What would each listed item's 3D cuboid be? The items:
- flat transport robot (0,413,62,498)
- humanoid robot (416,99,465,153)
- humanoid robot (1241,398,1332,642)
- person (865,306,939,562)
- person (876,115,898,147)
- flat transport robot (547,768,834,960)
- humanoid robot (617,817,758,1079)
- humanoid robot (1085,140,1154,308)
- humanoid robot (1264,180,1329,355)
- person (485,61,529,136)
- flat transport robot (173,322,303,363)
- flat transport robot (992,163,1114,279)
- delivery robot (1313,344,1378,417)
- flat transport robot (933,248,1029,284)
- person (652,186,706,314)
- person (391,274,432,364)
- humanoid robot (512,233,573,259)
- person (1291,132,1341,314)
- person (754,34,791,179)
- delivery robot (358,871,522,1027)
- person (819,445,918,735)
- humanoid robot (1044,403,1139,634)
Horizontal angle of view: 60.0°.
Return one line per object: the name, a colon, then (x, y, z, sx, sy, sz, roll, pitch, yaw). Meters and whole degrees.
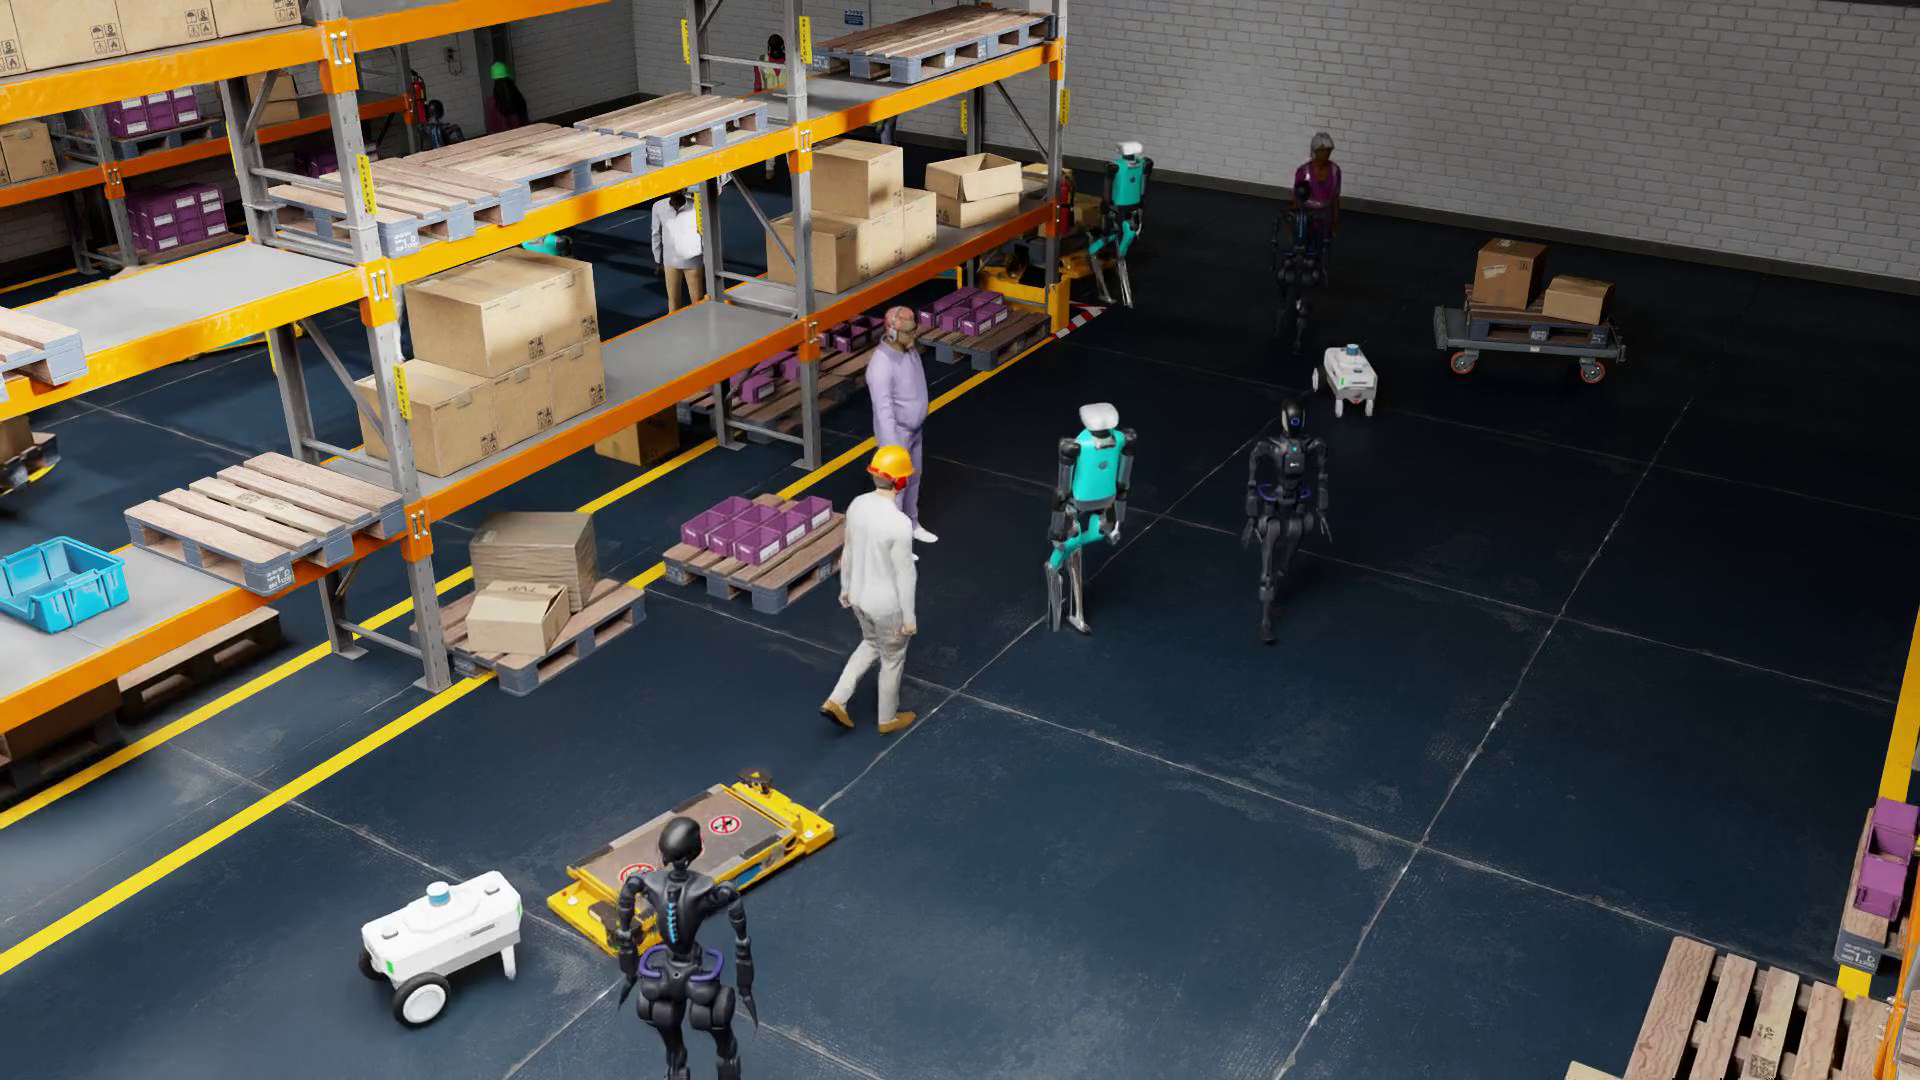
flat transport robot: (-7.817, -0.376, 12.939, 0.659, 0.231, 1.431, 5, 27, 9)
humanoid robot: (-5.816, -4.177, 18.866, 0.610, 1.642, 0.411, -1, 27, -3)
humanoid robot: (2.175, -0.138, 10.941, 0.601, 1.636, 0.713, -3, 27, -7)
person: (-0.420, -0.770, 11.915, 0.407, 1.903, 0.660, 9, 28, 17)
person: (-0.943, -5.338, 21.205, 0.283, 1.633, 0.497, 7, 28, 14)
flat transport robot: (-1.413, 1.700, 8.847, 0.659, 0.231, 1.431, 23, 35, 38)
humanoid robot: (-1.150, 1.845, 7.011, 0.611, 1.656, 0.425, 3, 27, 5)
humanoid robot: (1.565, -3.223, 16.934, 0.529, 1.788, 0.718, -12, 29, -23)
humanoid robot: (3.202, -2.607, 15.771, 0.594, 1.647, 0.398, 4, 27, 7)
person: (-5.261, -4.589, 19.402, 0.496, 1.937, 0.490, -19, 33, -33)
flat transport robot: (-7.213, -1.997, 16.133, 1.431, 0.231, 0.659, -19, 33, -33)
flat transport robot: (0.943, -3.202, 18.507, 1.431, 0.231, 0.659, 22, 34, 36)
delivery robot: (3.446, -1.439, 14.738, 0.499, 0.613, 0.817, 0, 27, -1)
flat transport robot: (-0.004, -2.990, 18.089, 1.431, 0.231, 0.659, 6, 27, 11)
person: (-2.646, -2.668, 15.815, 0.571, 1.747, 0.342, 3, 27, 6)
person: (-5.193, -2.549, 15.463, 0.671, 1.869, 0.995, 3, 27, 5)
humanoid robot: (-3.527, -2.075, 14.661, 0.554, 1.730, 1.006, 3, 27, 7)
person: (3.573, -3.222, 16.824, 0.516, 1.835, 0.469, -3, 27, -6)
person: (-2.331, -5.583, 21.463, 0.635, 1.841, 0.429, -3, 27, -5)
delivery robot: (-2.511, 1.945, 8.055, 0.771, 0.599, 0.525, -20, 33, -34)
person: (-0.502, 0.339, 9.779, 0.608, 1.865, 0.573, -22, 34, -36)
humanoid robot: (0.767, -0.135, 10.875, 0.530, 1.786, 0.795, -10, 29, -19)
